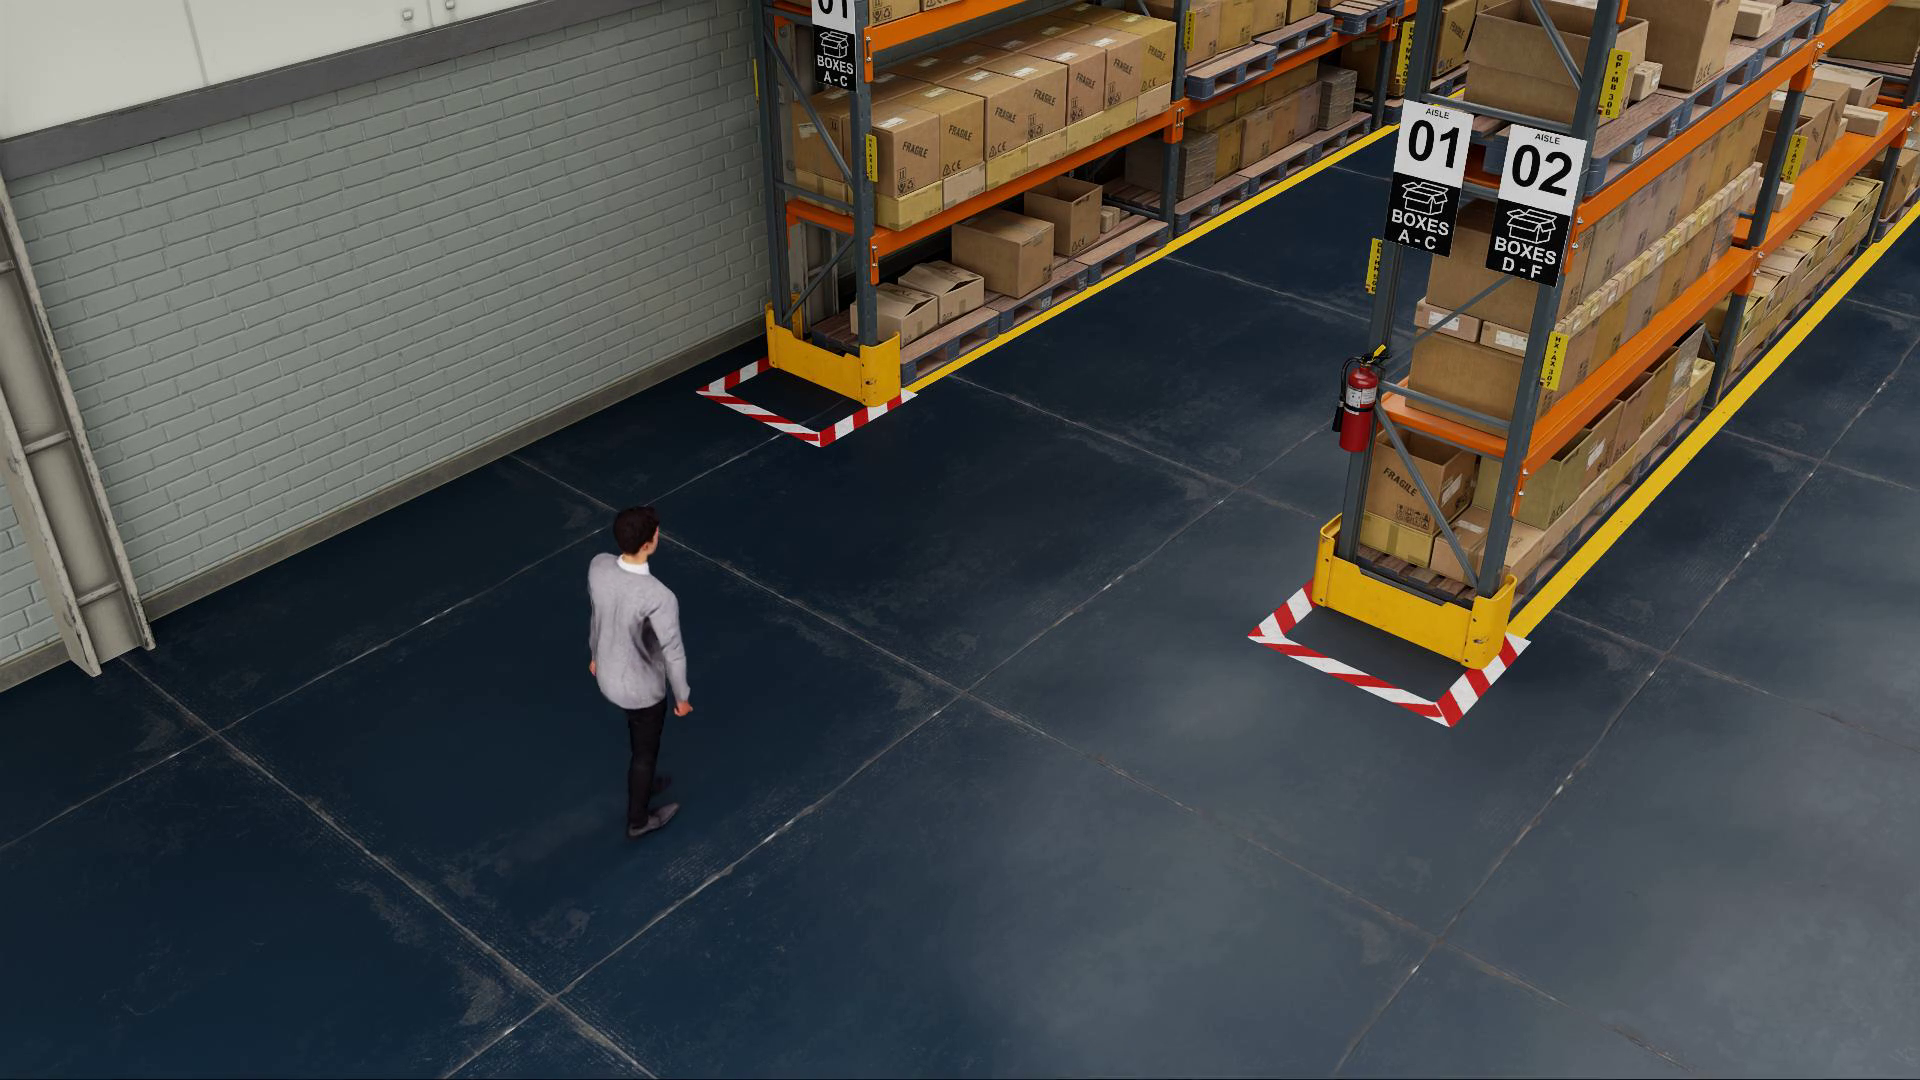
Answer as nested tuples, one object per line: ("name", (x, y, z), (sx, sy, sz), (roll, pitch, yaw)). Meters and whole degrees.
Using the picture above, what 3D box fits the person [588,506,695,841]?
("person", (-1.682, 0.718, 8.194), (0.748, 1.903, 0.649), (25, 41, 33))
